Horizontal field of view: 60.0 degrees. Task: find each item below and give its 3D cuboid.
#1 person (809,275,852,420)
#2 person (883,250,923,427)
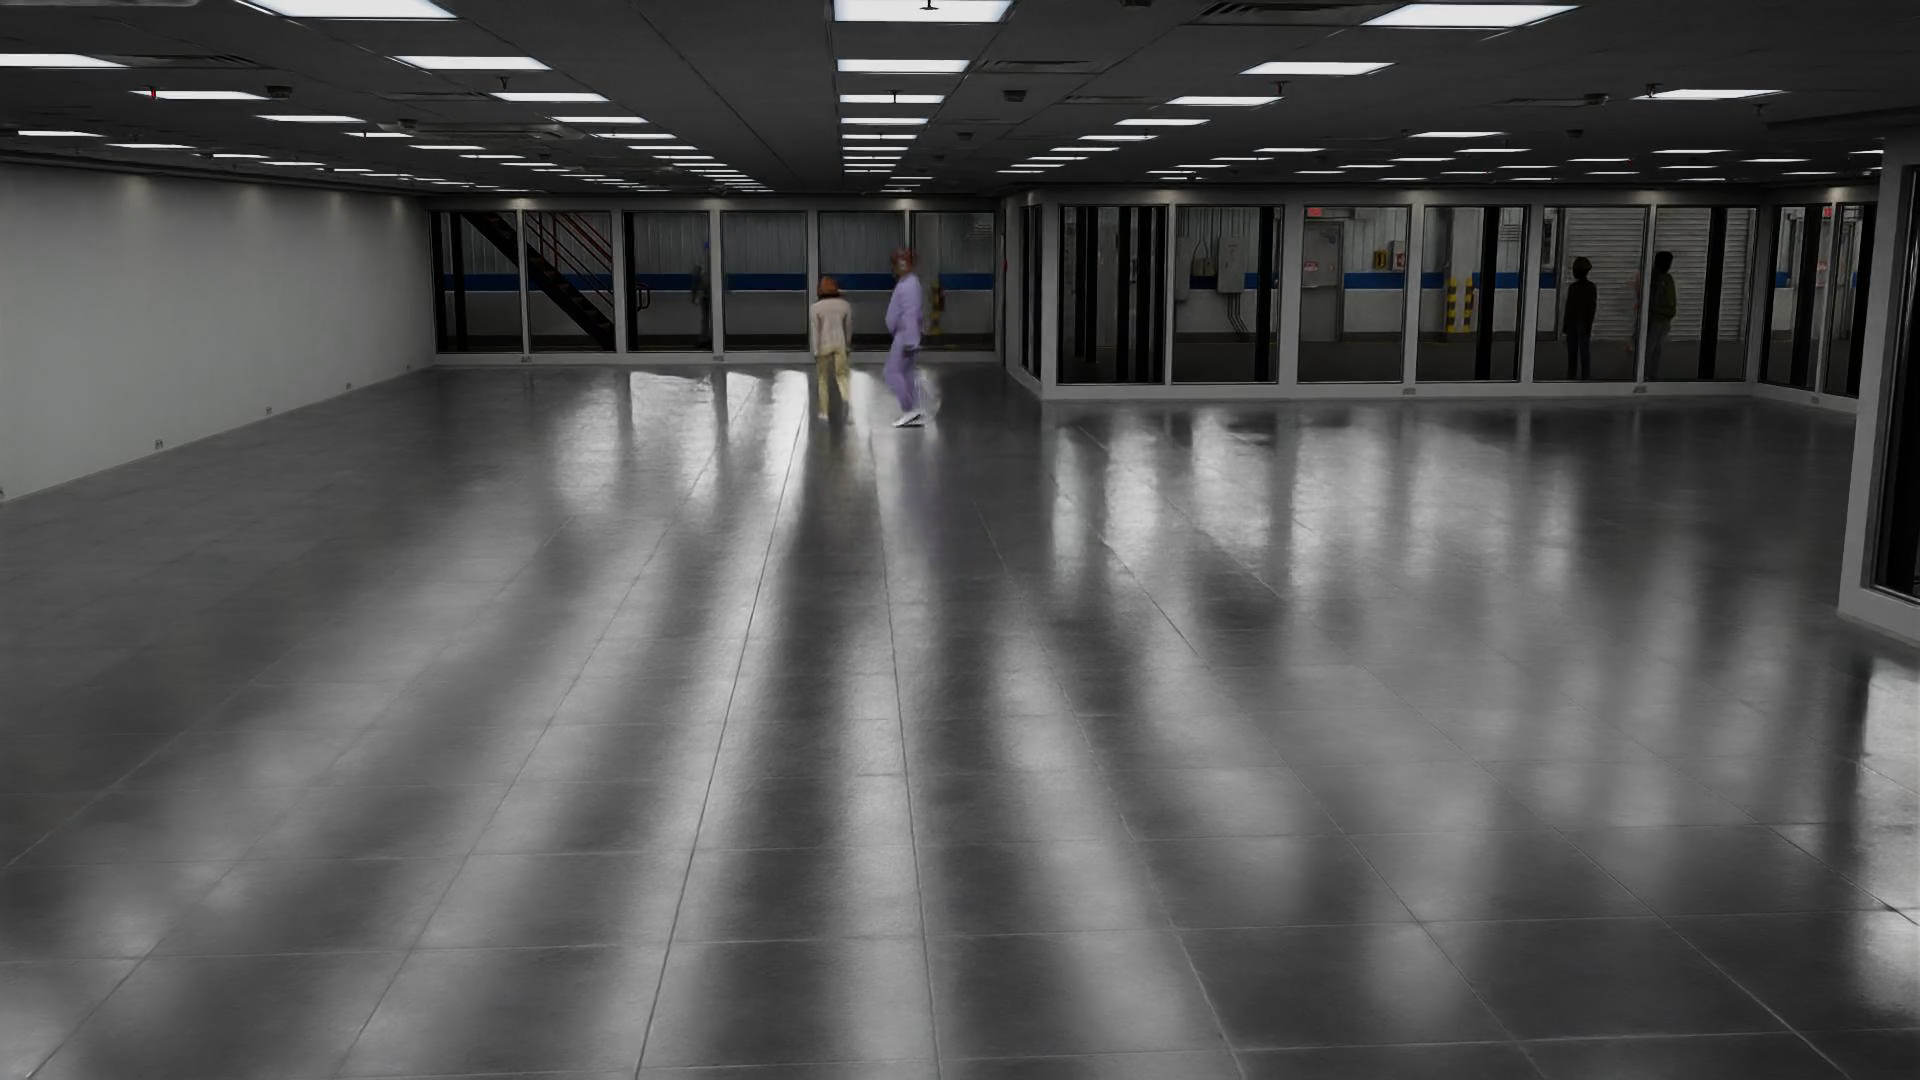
[{"bbox_3d":[-1.406,-2.114,18.366,0.504,1.614,0.580,-4,11,-20],"label":"person"},{"bbox_3d":[-0.611,-2.128,17.714,0.462,1.886,0.658,-1,11,-4],"label":"person"}]
